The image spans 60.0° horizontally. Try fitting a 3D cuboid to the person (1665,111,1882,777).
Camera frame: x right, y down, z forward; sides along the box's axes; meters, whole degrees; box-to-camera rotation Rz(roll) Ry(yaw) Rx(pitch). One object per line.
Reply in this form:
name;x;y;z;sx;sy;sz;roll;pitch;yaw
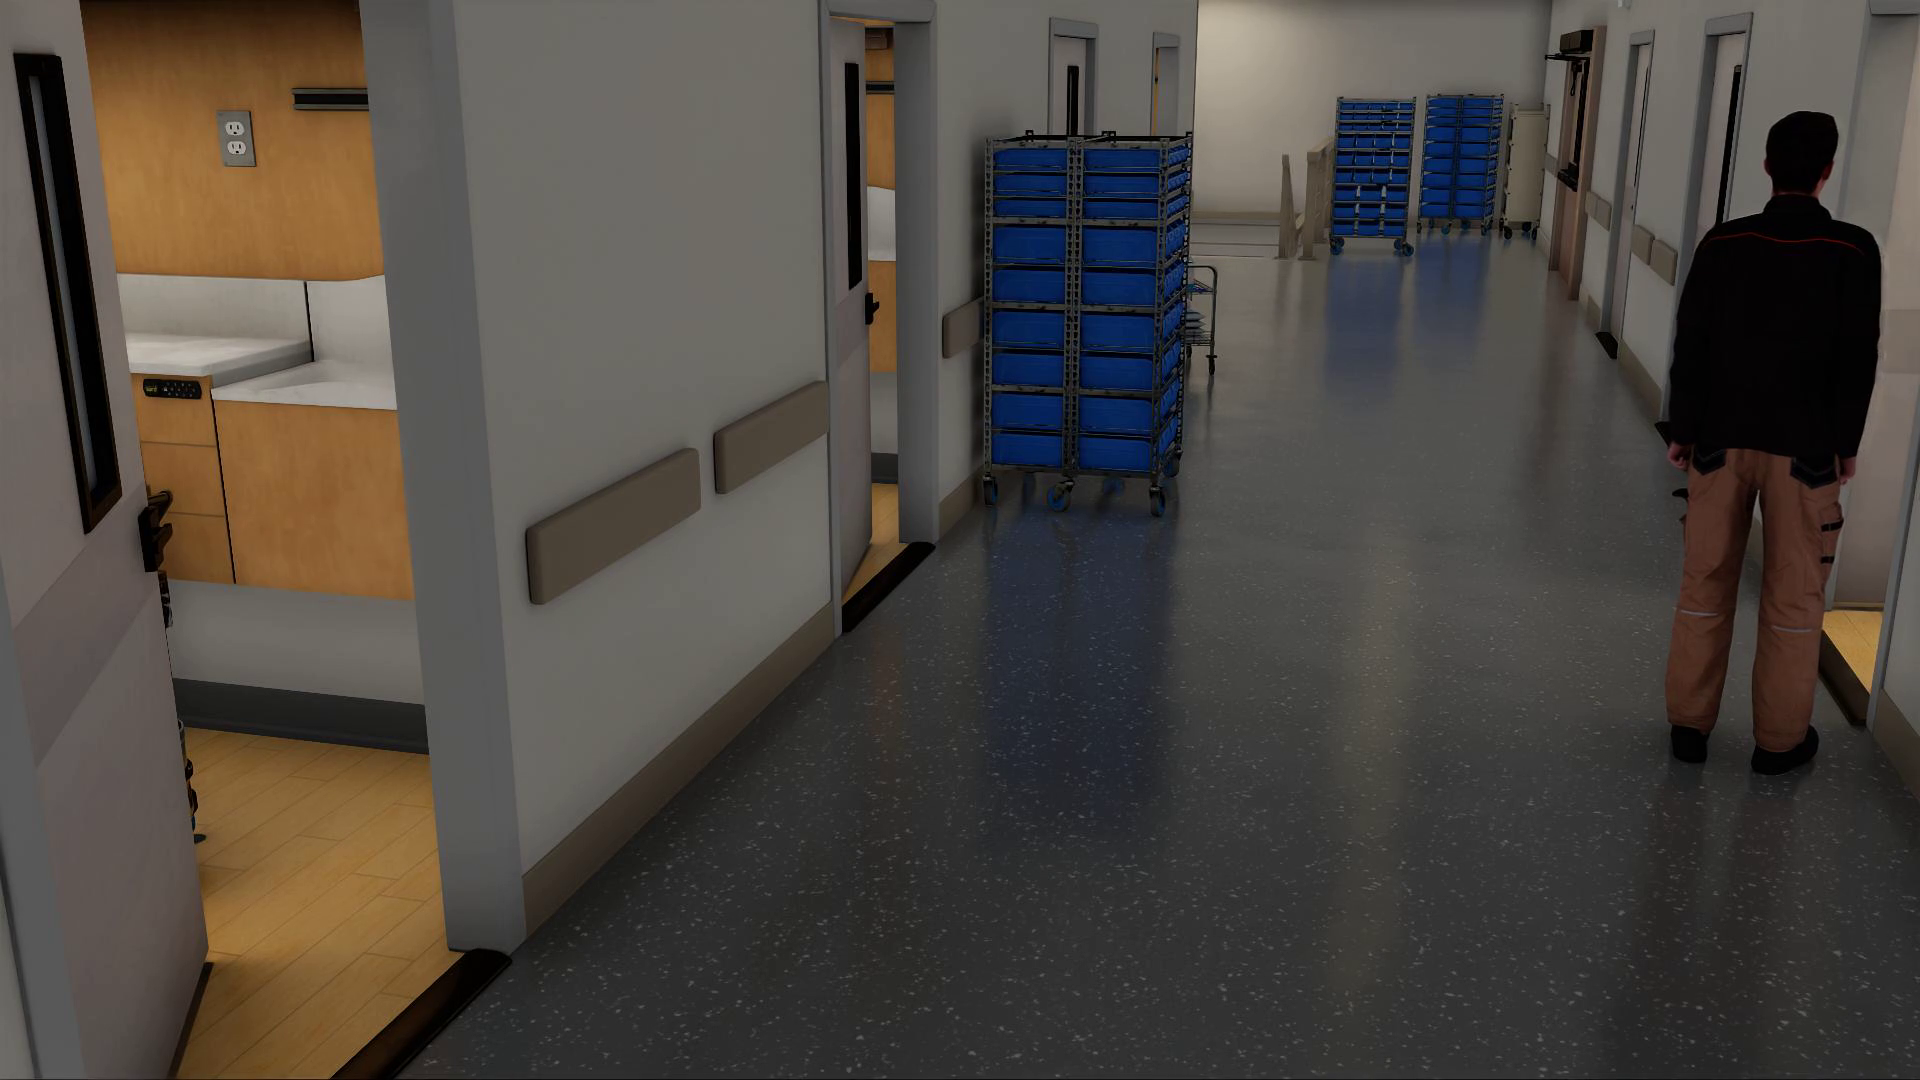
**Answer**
person;2.349;-0.266;4.862;0.766;1.925;0.724;10;19;33
